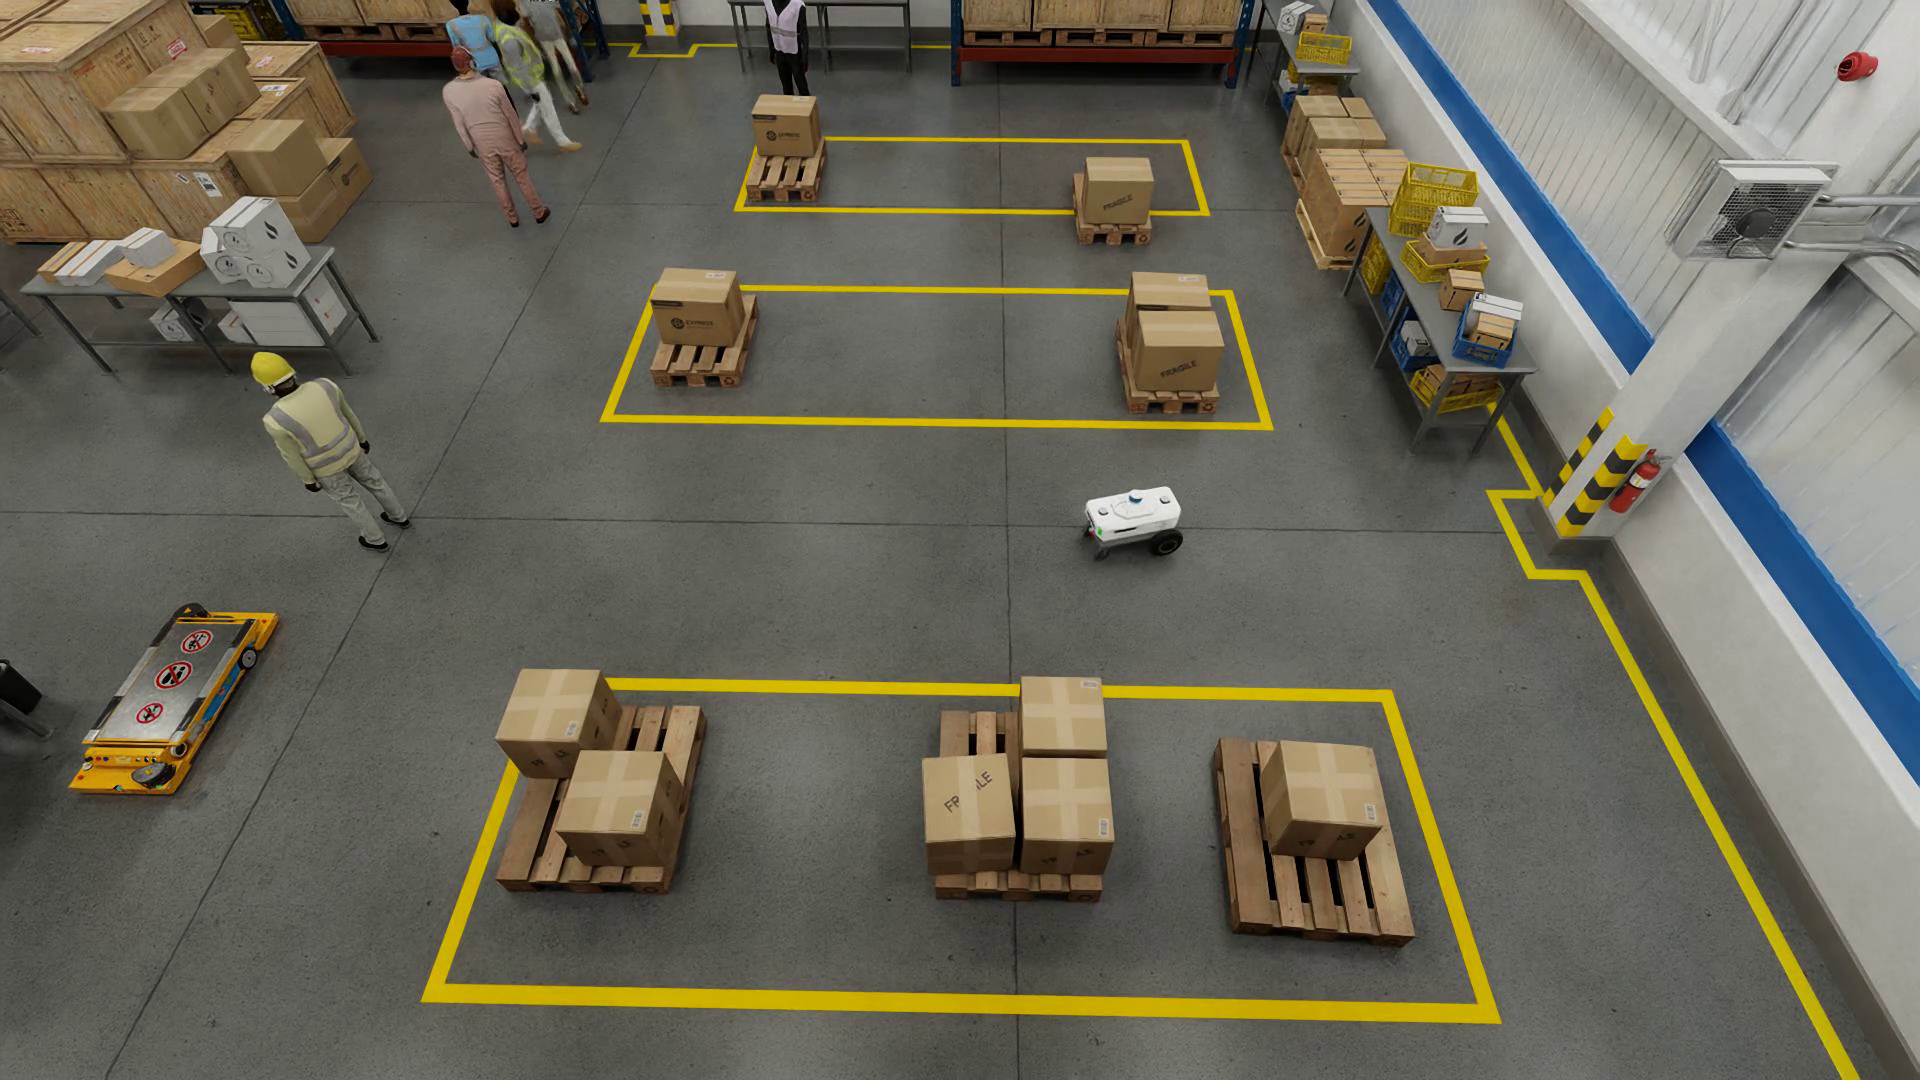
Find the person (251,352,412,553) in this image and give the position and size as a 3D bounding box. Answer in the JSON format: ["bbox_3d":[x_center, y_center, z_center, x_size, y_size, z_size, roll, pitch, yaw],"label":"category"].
[{"bbox_3d":[-4.720,-0.647,6.889,0.403,1.826,0.596,16,52,13],"label":"person"}]

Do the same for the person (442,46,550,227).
[{"bbox_3d":[-5.055,-4.349,9.971,0.640,1.901,0.401,-9,50,-7],"label":"person"}]

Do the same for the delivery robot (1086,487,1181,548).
[{"bbox_3d":[1.365,-0.202,7.276,0.707,0.478,0.477,-11,51,-9],"label":"delivery robot"}]

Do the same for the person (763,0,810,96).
[{"bbox_3d":[-2.127,-6.086,11.426,0.593,1.922,0.392,21,53,17],"label":"person"}]

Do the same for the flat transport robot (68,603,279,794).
[{"bbox_3d":[-5.504,1.072,6.442,0.652,0.197,1.431,1,50,1],"label":"flat transport robot"}]

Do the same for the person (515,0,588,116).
[{"bbox_3d":[-5.256,-6.454,11.797,0.562,1.838,0.455,-19,52,-15],"label":"person"}]

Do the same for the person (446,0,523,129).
[{"bbox_3d":[-5.962,-5.955,11.460,0.540,1.696,0.317,-26,55,-20],"label":"person"}]

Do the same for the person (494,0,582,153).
[{"bbox_3d":[-5.179,-5.576,11.055,0.630,1.825,0.653,-16,52,-13],"label":"person"}]
